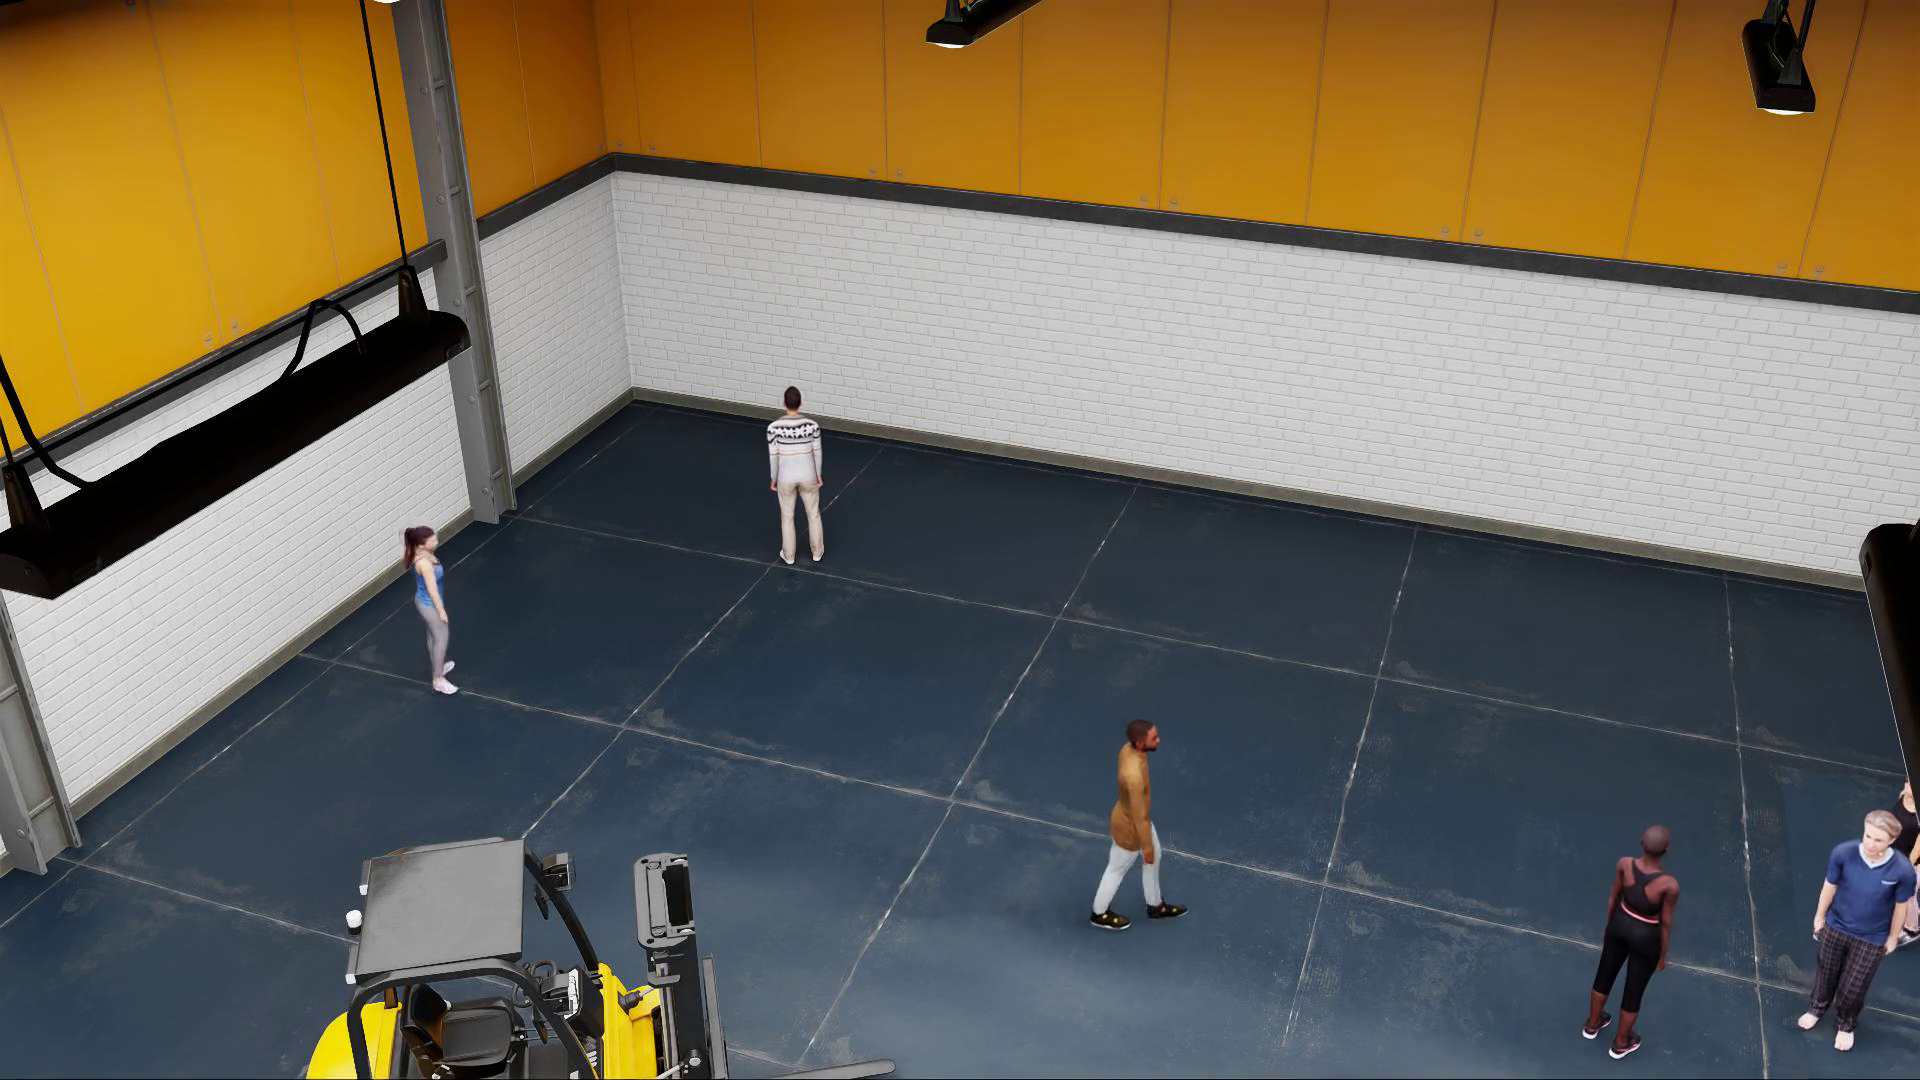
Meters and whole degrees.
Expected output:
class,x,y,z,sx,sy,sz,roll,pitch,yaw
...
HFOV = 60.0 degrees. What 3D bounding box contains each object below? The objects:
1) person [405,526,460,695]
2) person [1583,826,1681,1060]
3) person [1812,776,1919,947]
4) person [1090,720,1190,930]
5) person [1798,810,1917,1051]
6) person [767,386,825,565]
class,x,y,z,sx,sy,sz,roll,pitch,yaw
person,-4.623,0.547,14.520,0.769,1.598,0.721,-21,35,-33
person,4.309,2.562,10.659,0.699,1.759,0.679,-22,36,-35
person,6.579,2.227,11.519,0.959,1.523,1.022,-6,29,-11
person,1.106,2.007,11.641,0.885,1.792,0.960,3,29,5
person,5.783,2.480,10.709,0.761,1.853,0.765,21,35,33
person,-1.612,-0.630,16.404,0.764,1.860,0.760,-5,29,-9
